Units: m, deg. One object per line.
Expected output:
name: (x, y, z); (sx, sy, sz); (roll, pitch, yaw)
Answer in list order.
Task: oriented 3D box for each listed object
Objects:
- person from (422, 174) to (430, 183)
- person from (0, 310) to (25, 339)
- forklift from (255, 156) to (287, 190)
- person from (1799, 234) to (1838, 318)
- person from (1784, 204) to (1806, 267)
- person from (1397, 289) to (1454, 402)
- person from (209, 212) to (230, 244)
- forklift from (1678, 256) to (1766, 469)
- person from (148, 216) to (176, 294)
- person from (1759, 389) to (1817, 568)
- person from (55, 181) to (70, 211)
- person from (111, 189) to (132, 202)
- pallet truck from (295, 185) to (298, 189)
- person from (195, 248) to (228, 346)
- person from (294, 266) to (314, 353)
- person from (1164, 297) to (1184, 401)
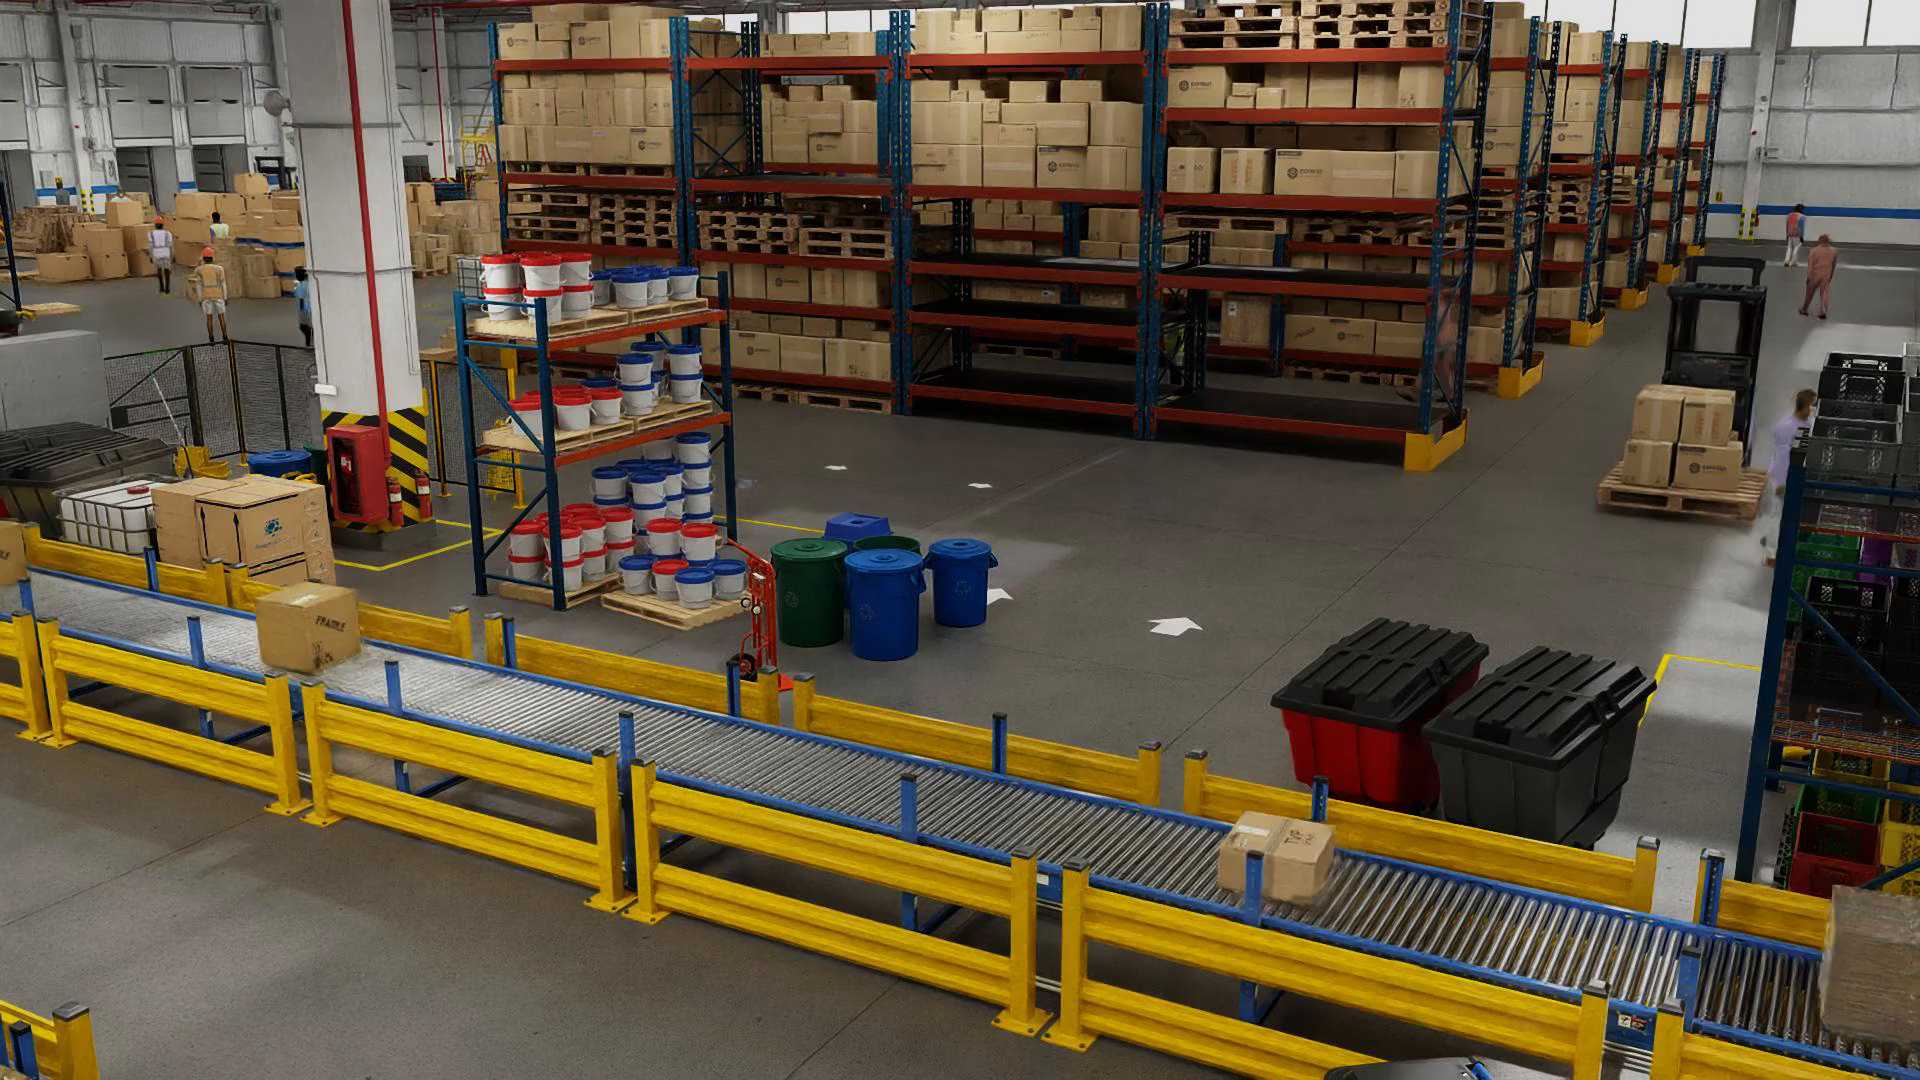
person: (-21.110, -13.557, 66.007); (0.380, 1.882, 0.599); (5, 16, 18)
person: (-13.115, -2.209, 23.013); (0.995, 2.000, 0.689); (-12, 19, -38)
forklift: (-24.235, -12.131, 58.703); (1.129, 2.768, 1.873); (0, 15, 0)
person: (19.311, -5.926, 37.357); (0.653, 1.854, 1.018); (1, 15, 6)
person: (24.323, -8.854, 48.392); (0.432, 1.839, 0.634); (-4, 16, -16)
person: (7.602, -3.145, 26.866); (0.960, 1.859, 0.670); (5, 16, 17)
person: (-19.478, -7.691, 43.901); (0.412, 1.904, 0.603); (6, 16, 23)
forklift: (9.835, -2.290, 21.707); (1.129, 2.768, 1.873); (8, 17, 28)
person: (-20.145, -7.208, 42.038); (0.581, 1.908, 0.785); (-5, 16, -19)
person: (8.644, -0.627, 17.296); (0.641, 1.926, 0.444); (-9, 17, -30)
person: (-31.886, -11.765, 59.130); (0.368, 1.939, 0.633); (3, 15, 10)
person: (-27.696, -10.672, 55.105); (0.647, 1.887, 1.040); (-8, 17, -27)
pallet truck: (-26.804, -14.617, 69.738); (1.885, 1.965, 0.823); (-14, 20, -42)
person: (-14.865, -4.834, 33.074); (0.542, 1.939, 0.361); (-5, 16, -20)
person: (-12.555, -4.431, 32.047); (0.505, 1.687, 0.535); (-2, 15, -6)
person: (3.475, -3.114, 27.073); (0.318, 1.697, 0.533); (-3, 15, -11)
